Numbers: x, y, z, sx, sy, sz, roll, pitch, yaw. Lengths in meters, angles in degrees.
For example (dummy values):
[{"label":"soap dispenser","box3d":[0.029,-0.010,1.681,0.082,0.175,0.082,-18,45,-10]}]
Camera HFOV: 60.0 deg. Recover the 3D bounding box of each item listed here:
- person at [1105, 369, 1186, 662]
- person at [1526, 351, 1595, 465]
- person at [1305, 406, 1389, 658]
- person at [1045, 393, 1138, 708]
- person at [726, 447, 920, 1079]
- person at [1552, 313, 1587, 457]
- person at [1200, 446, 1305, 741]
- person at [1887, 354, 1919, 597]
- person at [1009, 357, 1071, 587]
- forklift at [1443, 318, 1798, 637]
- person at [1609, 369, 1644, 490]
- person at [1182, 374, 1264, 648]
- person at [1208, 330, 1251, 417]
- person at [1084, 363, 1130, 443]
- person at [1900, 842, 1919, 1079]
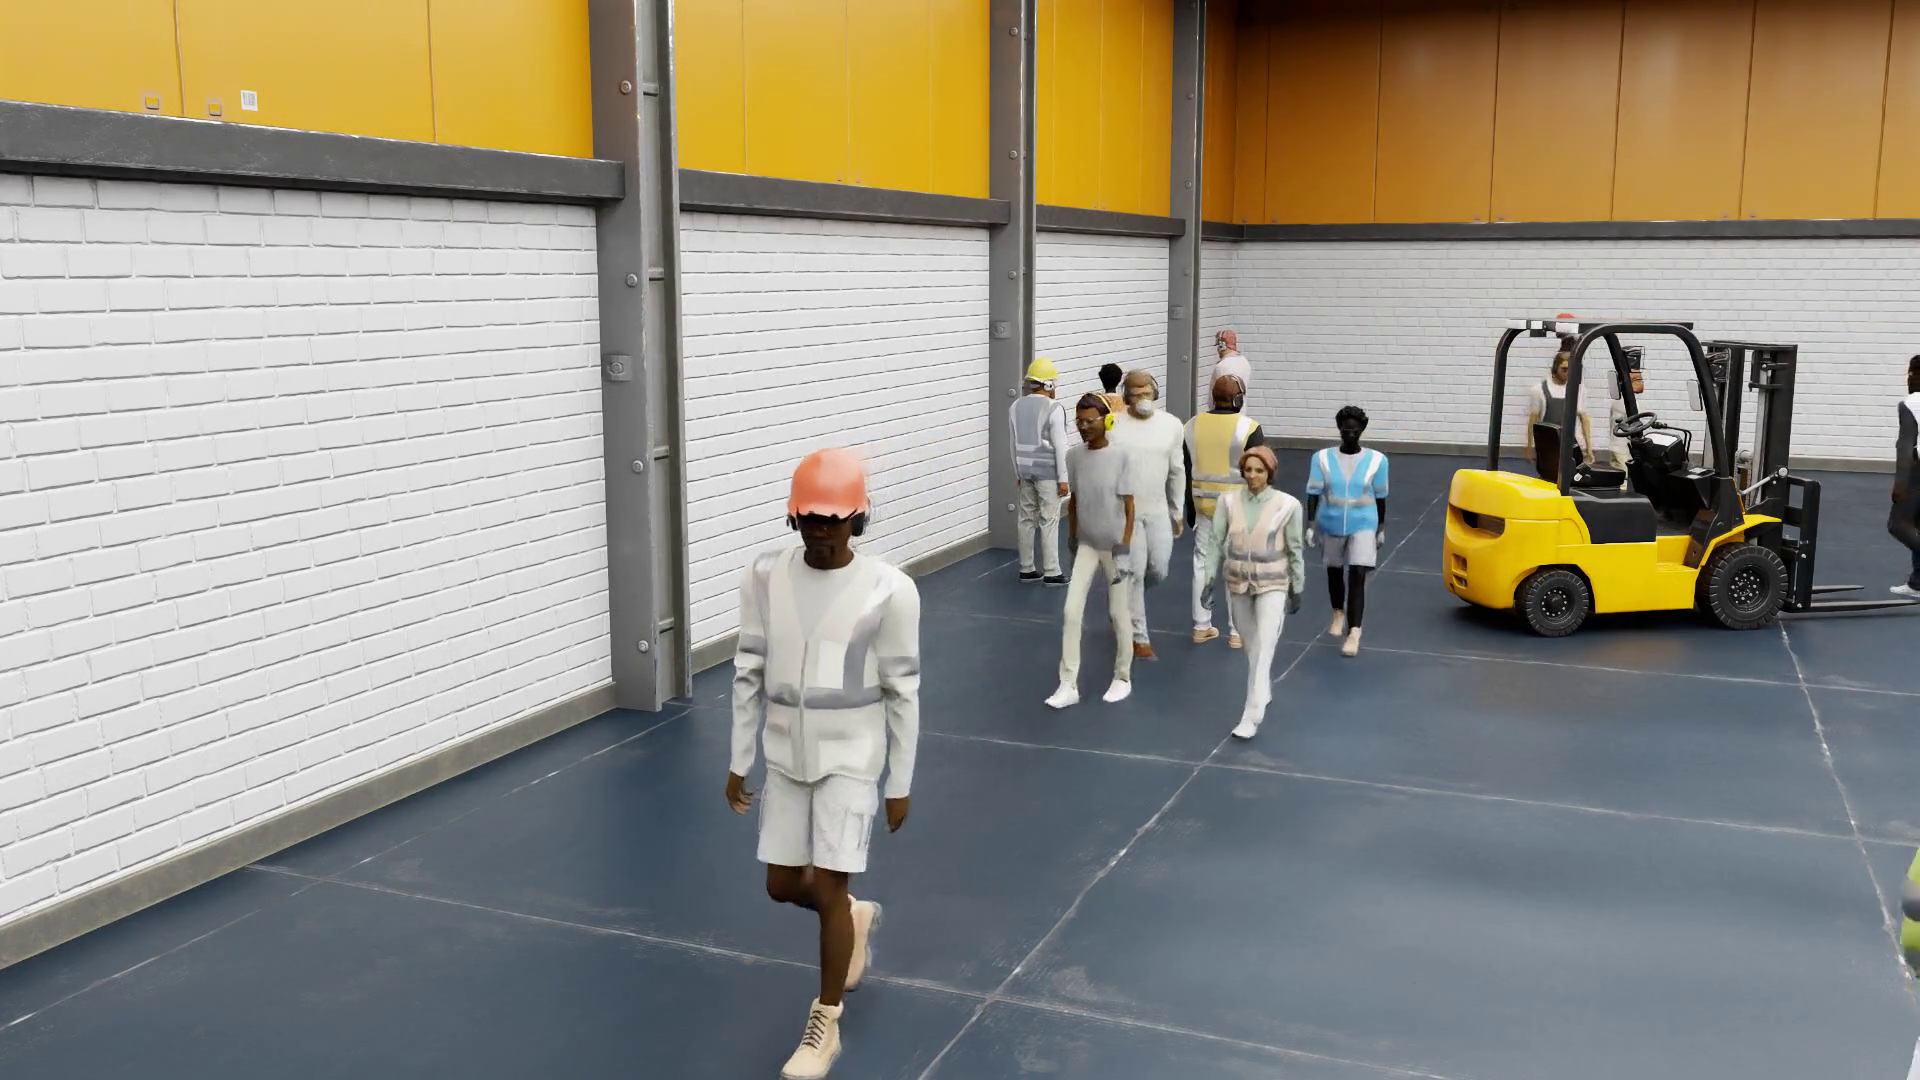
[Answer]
[{"label":"person","box3d":[1.141,-0.186,10.973,0.639,1.911,0.694,-3,10,-20]},{"label":"person","box3d":[5.572,-0.879,15.579,0.532,1.793,0.999,-1,9,-4]},{"label":"person","box3d":[2.599,-0.093,11.199,0.534,1.646,0.898,3,10,19]},{"label":"person","box3d":[0.784,0.079,9.618,0.539,1.830,0.815,6,11,31]},{"label":"person","box3d":[-0.405,0.684,5.372,0.630,2.017,0.688,4,10,21]},{"label":"person","box3d":[7.545,-1.844,20.797,0.430,1.980,0.643,5,11,30]},{"label":"person","box3d":[1.630,0.268,9.215,0.523,1.587,0.895,6,11,31]},{"label":"person","box3d":[7.413,-0.470,12.728,0.622,1.896,0.544,-5,10,-26]},{"label":"person","box3d":[0.664,-0.543,13.353,0.404,1.836,0.587,-9,13,-43]},{"label":"forklift","box3d":[4.706,-0.497,11.990,2.313,2.155,1.214,-2,10,-10]},{"label":"person","box3d":[6.180,-0.789,15.444,0.279,1.636,0.505,0,9,-2]},{"label":"person","box3d":[1.797,-0.195,11.228,0.634,1.841,0.429,8,12,39]},{"label":"person","box3d":[2.787,-1.243,17.406,0.399,1.899,0.642,6,11,31]},{"label":"person","box3d":[1.362,-0.753,15.079,0.529,1.690,0.321,-1,9,-5]},{"label":"person","box3d":[2.390,1.041,3.787,0.463,1.831,0.642,7,12,36]}]
